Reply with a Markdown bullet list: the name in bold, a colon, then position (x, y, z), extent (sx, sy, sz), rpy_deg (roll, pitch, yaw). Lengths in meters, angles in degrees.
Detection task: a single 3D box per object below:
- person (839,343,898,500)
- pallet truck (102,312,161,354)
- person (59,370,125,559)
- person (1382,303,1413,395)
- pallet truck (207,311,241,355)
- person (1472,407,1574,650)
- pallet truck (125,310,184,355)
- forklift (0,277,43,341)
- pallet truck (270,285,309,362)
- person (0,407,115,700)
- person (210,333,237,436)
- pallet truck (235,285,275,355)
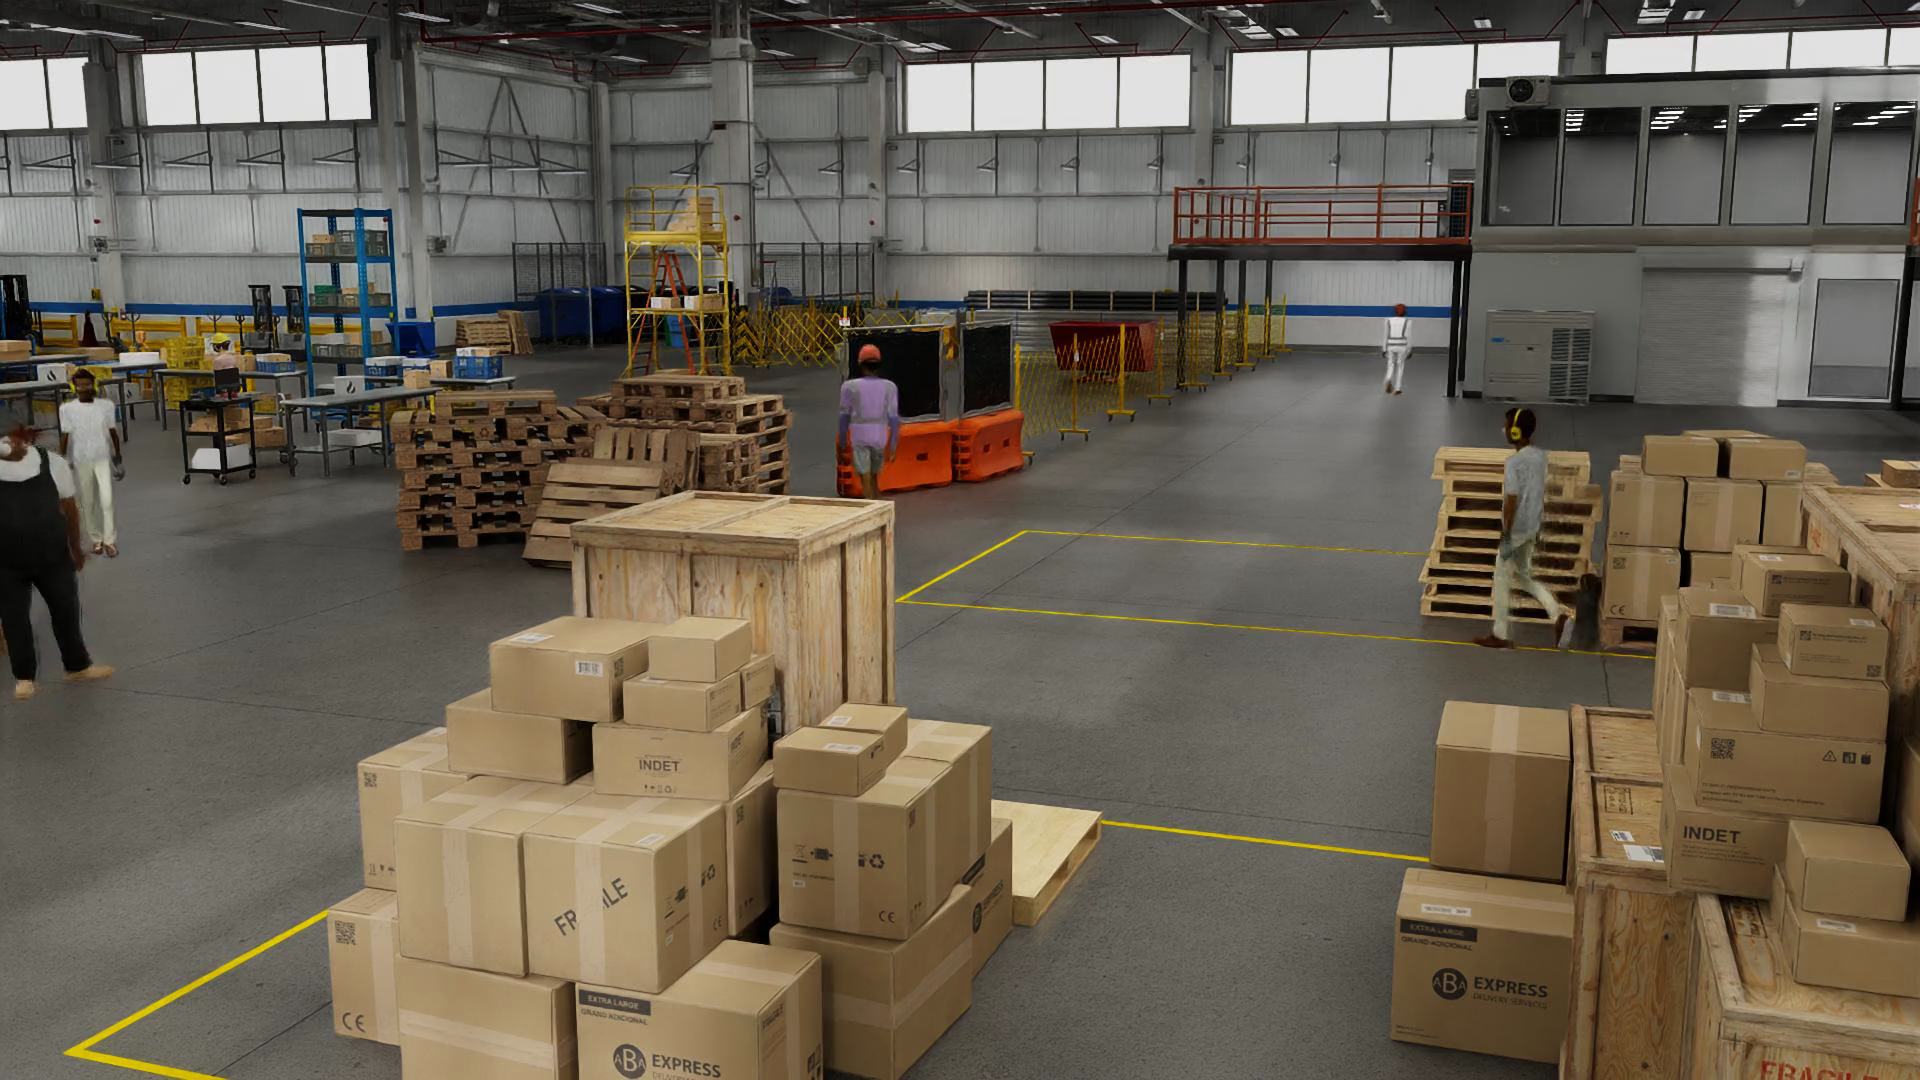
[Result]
- **person**: position (-0.940, -1.046, 17.426), extent (0.615, 2.018, 0.926), rpy_deg (-4, 11, -19)
- **pallet truck**: position (-23.057, -5.777, 46.261), extent (0.680, 1.201, 1.601), rpy_deg (3, 11, 19)
- **person**: position (-8.391, -0.721, 16.091), extent (0.556, 1.823, 0.970), rpy_deg (-5, 11, -28)
- **person**: position (8.862, -3.855, 33.631), extent (0.599, 1.866, 0.417), rpy_deg (6, 11, 29)
- **pallet truck**: position (-19.537, -5.575, 44.913), extent (0.653, 1.274, 1.630), rpy_deg (3, 11, 19)
- **person**: position (4.214, -0.061, 12.339), extent (0.527, 1.848, 0.680), rpy_deg (-7, 12, -36)
- **pallet truck**: position (-22.038, -5.665, 45.457), extent (0.704, 1.261, 1.522), rpy_deg (3, 11, 17)
- **forklift**: position (-27.151, -6.329, 46.328), extent (1.157, 1.987, 2.680), rpy_deg (3, 11, 17)
- **pallet truck**: position (-17.147, -5.700, 43.663), extent (0.823, 1.965, 1.885), rpy_deg (3, 11, 17)
- **person**: position (-6.186, 0.051, 11.154), extent (0.841, 2.000, 0.564), rpy_deg (-9, 13, -41)
- **person**: position (-10.696, -2.126, 24.189), extent (0.312, 1.768, 0.530), rpy_deg (0, 10, 1)
- **pallet truck**: position (-18.327, -5.835, 44.421), extent (0.823, 1.965, 1.885), rpy_deg (4, 11, 23)
